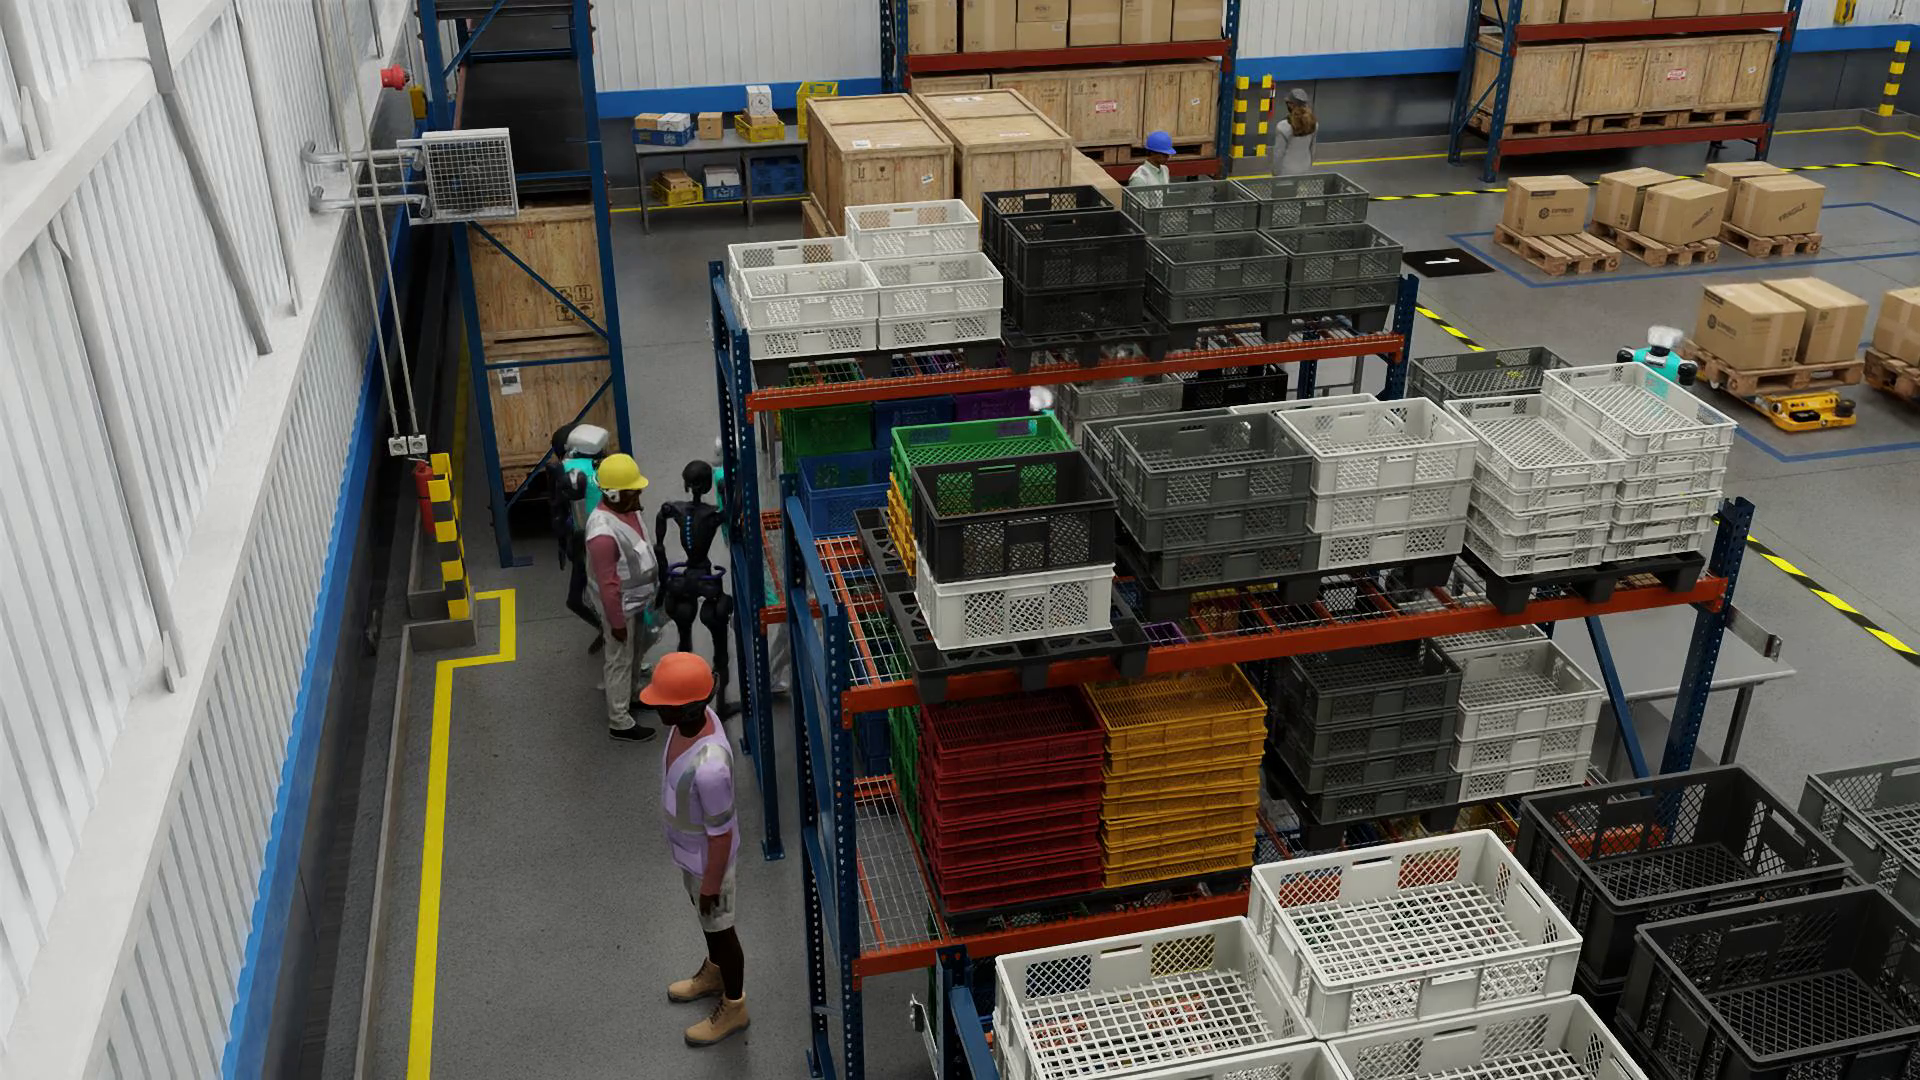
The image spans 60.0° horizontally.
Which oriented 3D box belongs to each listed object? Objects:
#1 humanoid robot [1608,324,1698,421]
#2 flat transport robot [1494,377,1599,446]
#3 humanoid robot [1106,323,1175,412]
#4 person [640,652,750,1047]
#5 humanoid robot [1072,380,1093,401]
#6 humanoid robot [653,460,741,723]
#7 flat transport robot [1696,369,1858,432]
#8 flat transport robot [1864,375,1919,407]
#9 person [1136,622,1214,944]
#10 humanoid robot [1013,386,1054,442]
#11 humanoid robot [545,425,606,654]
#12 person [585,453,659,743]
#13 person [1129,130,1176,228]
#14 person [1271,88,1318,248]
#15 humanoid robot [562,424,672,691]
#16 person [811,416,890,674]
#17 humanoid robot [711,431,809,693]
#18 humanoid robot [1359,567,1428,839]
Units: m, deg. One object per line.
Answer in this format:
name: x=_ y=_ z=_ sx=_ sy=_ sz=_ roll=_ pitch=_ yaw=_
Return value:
humanoid robot: x=4.887 y=-0.785 z=11.821 sx=0.533 sy=1.673 sz=0.735 roll=16 pitch=32 yaw=28
flat transport robot: x=4.780 y=-1.036 z=14.013 sx=0.659 sy=0.231 sz=1.431 roll=-6 pitch=28 yaw=-12
humanoid robot: x=1.320 y=-1.209 z=12.784 sx=0.543 sy=1.777 sz=0.935 roll=9 pitch=29 yaw=16
person: x=-1.183 y=1.389 z=7.512 sx=0.368 sy=2.044 sz=0.606 roll=-10 pitch=30 yaw=-19
humanoid robot: x=0.830 y=-0.357 z=11.208 sx=0.385 sy=1.645 sz=0.600 roll=-15 pitch=31 yaw=-26
humanoid robot: x=-1.556 y=0.311 z=9.950 sx=0.608 sy=1.645 sz=0.362 roll=6 pitch=28 yaw=11
flat transport robot: x=7.096 y=-1.343 z=14.566 sx=0.652 sy=0.197 sz=1.431 roll=-6 pitch=28 yaw=-12
flat transport robot: x=8.596 y=-1.227 z=14.345 sx=0.652 sy=0.197 sz=1.431 roll=-6 pitch=28 yaw=-12
person: x=0.984 y=1.202 z=8.126 sx=0.515 sy=1.803 sz=0.637 roll=-12 pitch=30 yaw=-22
humanoid robot: x=0.323 y=-0.182 z=10.922 sx=0.551 sy=1.888 sz=0.716 roll=-23 pitch=35 yaw=-36
humanoid robot: x=-2.299 y=0.029 z=10.487 sx=0.605 sy=1.638 sz=0.359 roll=13 pitch=30 yaw=23
person: x=-1.959 y=0.328 z=9.761 sx=0.405 sy=1.823 sz=0.588 roll=1 pitch=28 yaw=2
person: x=1.806 y=-2.926 z=15.812 sx=0.411 sy=1.939 sz=0.606 roll=18 pitch=33 yaw=31
person: x=3.596 y=-3.991 z=18.007 sx=0.574 sy=1.768 sz=0.401 roll=-16 pitch=32 yaw=-27
humanoid robot: x=-2.016 y=0.122 z=10.191 sx=0.673 sy=1.763 sz=0.542 roll=1 pitch=28 yaw=3
person: x=-0.734 y=0.016 z=10.300 sx=0.597 sy=1.862 sz=0.739 roll=17 pitch=32 yaw=29
humanoid robot: x=-1.129 y=0.197 z=10.127 sx=0.670 sy=1.824 sz=0.554 roll=-2 pitch=28 yaw=-4
humanoid robot: x=2.324 y=0.889 z=8.869 sx=0.478 sy=1.637 sz=0.592 roll=-2 pitch=28 yaw=-5
